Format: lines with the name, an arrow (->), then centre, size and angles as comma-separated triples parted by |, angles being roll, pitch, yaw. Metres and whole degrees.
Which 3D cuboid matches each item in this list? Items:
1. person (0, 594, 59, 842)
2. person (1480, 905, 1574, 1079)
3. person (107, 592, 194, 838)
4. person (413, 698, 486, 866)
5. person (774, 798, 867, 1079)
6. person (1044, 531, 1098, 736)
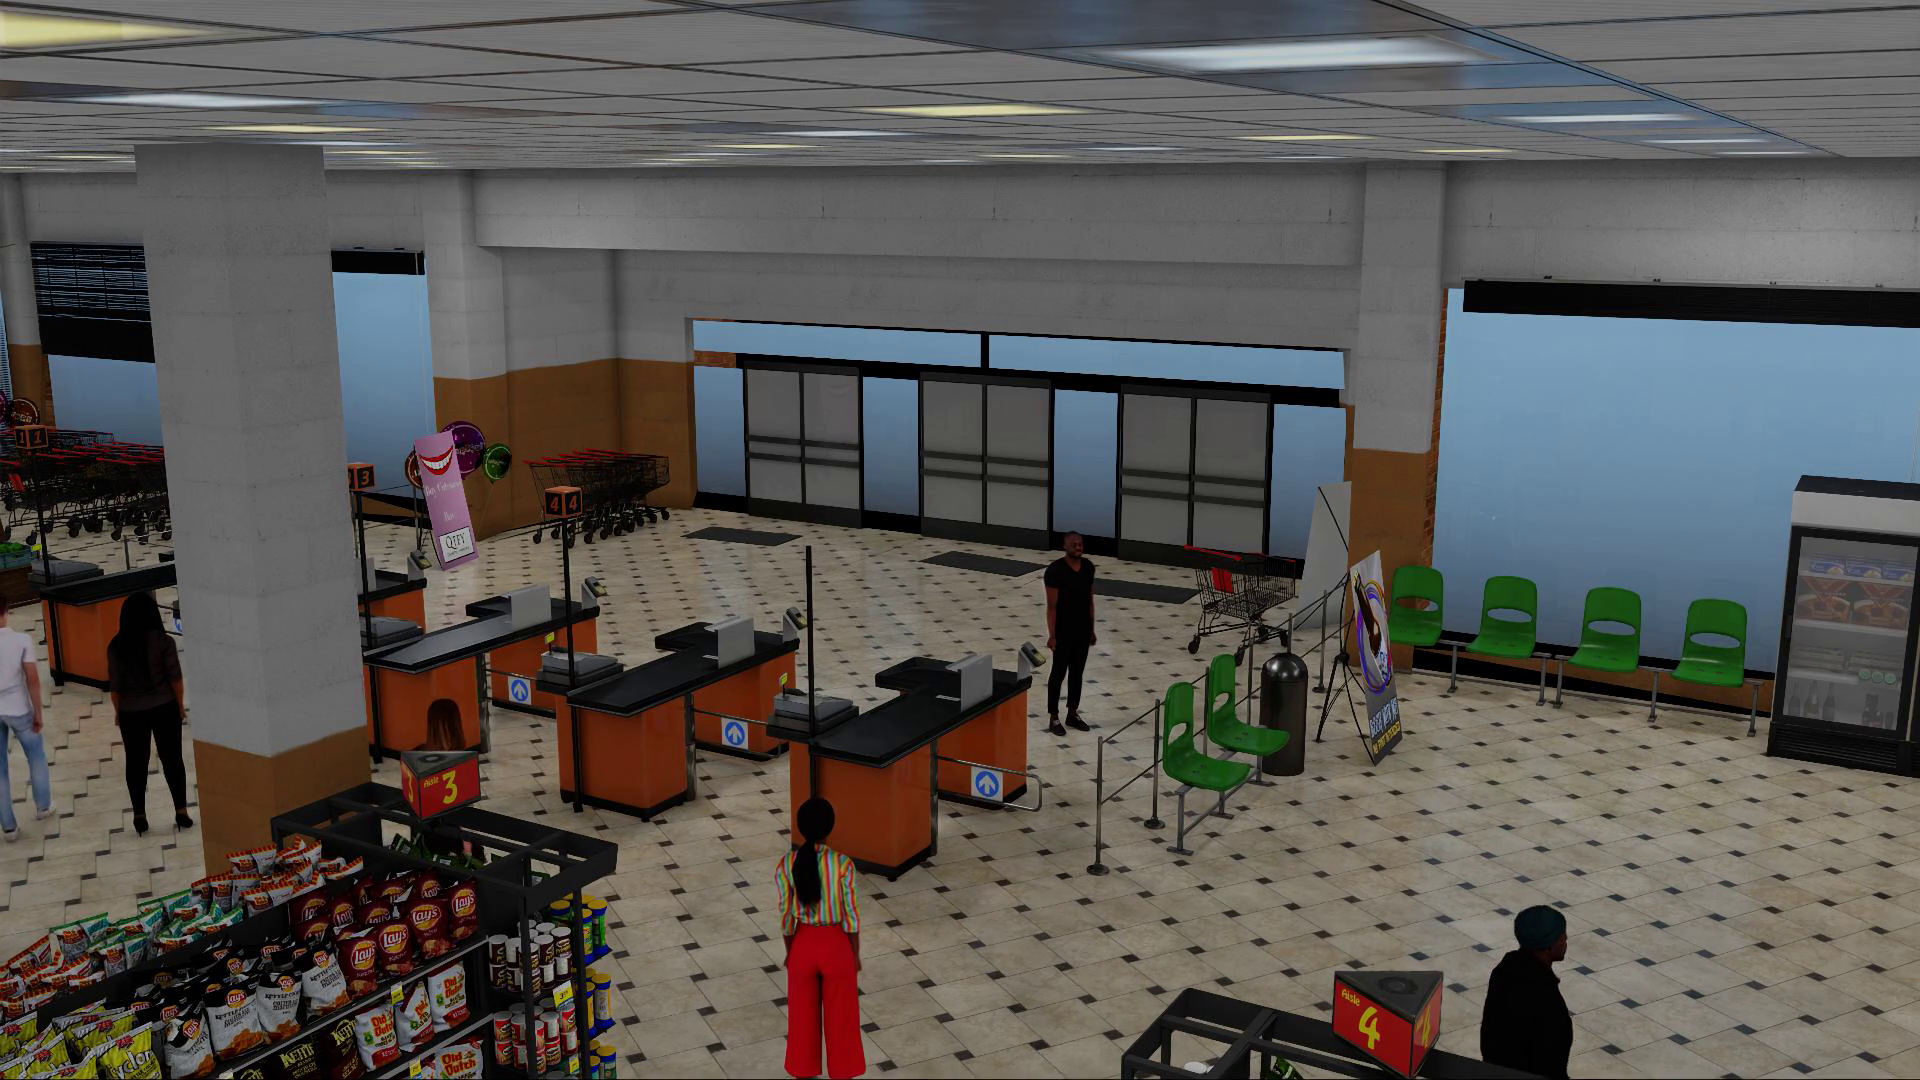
person -> -7.042, 1.319, 12.251 | 0.945, 1.827, 0.975 | -5, 13, -24
person -> 2.318, 2.429, 7.137 | 1.275, 1.763, 1.230 | -3, 12, -13
person -> -6.024, 1.289, 12.359 | 0.750, 1.841, 0.812 | -3, 12, -15
person -> -3.202, 1.837, 10.132 | 0.658, 1.686, 0.948 | 5, 13, 23
person -> -0.701, 2.150, 8.392 | 0.672, 1.792, 0.652 | 2, 12, 9
person -> 0.977, 0.804, 14.720 | 0.666, 1.818, 0.802 | -7, 14, -30
